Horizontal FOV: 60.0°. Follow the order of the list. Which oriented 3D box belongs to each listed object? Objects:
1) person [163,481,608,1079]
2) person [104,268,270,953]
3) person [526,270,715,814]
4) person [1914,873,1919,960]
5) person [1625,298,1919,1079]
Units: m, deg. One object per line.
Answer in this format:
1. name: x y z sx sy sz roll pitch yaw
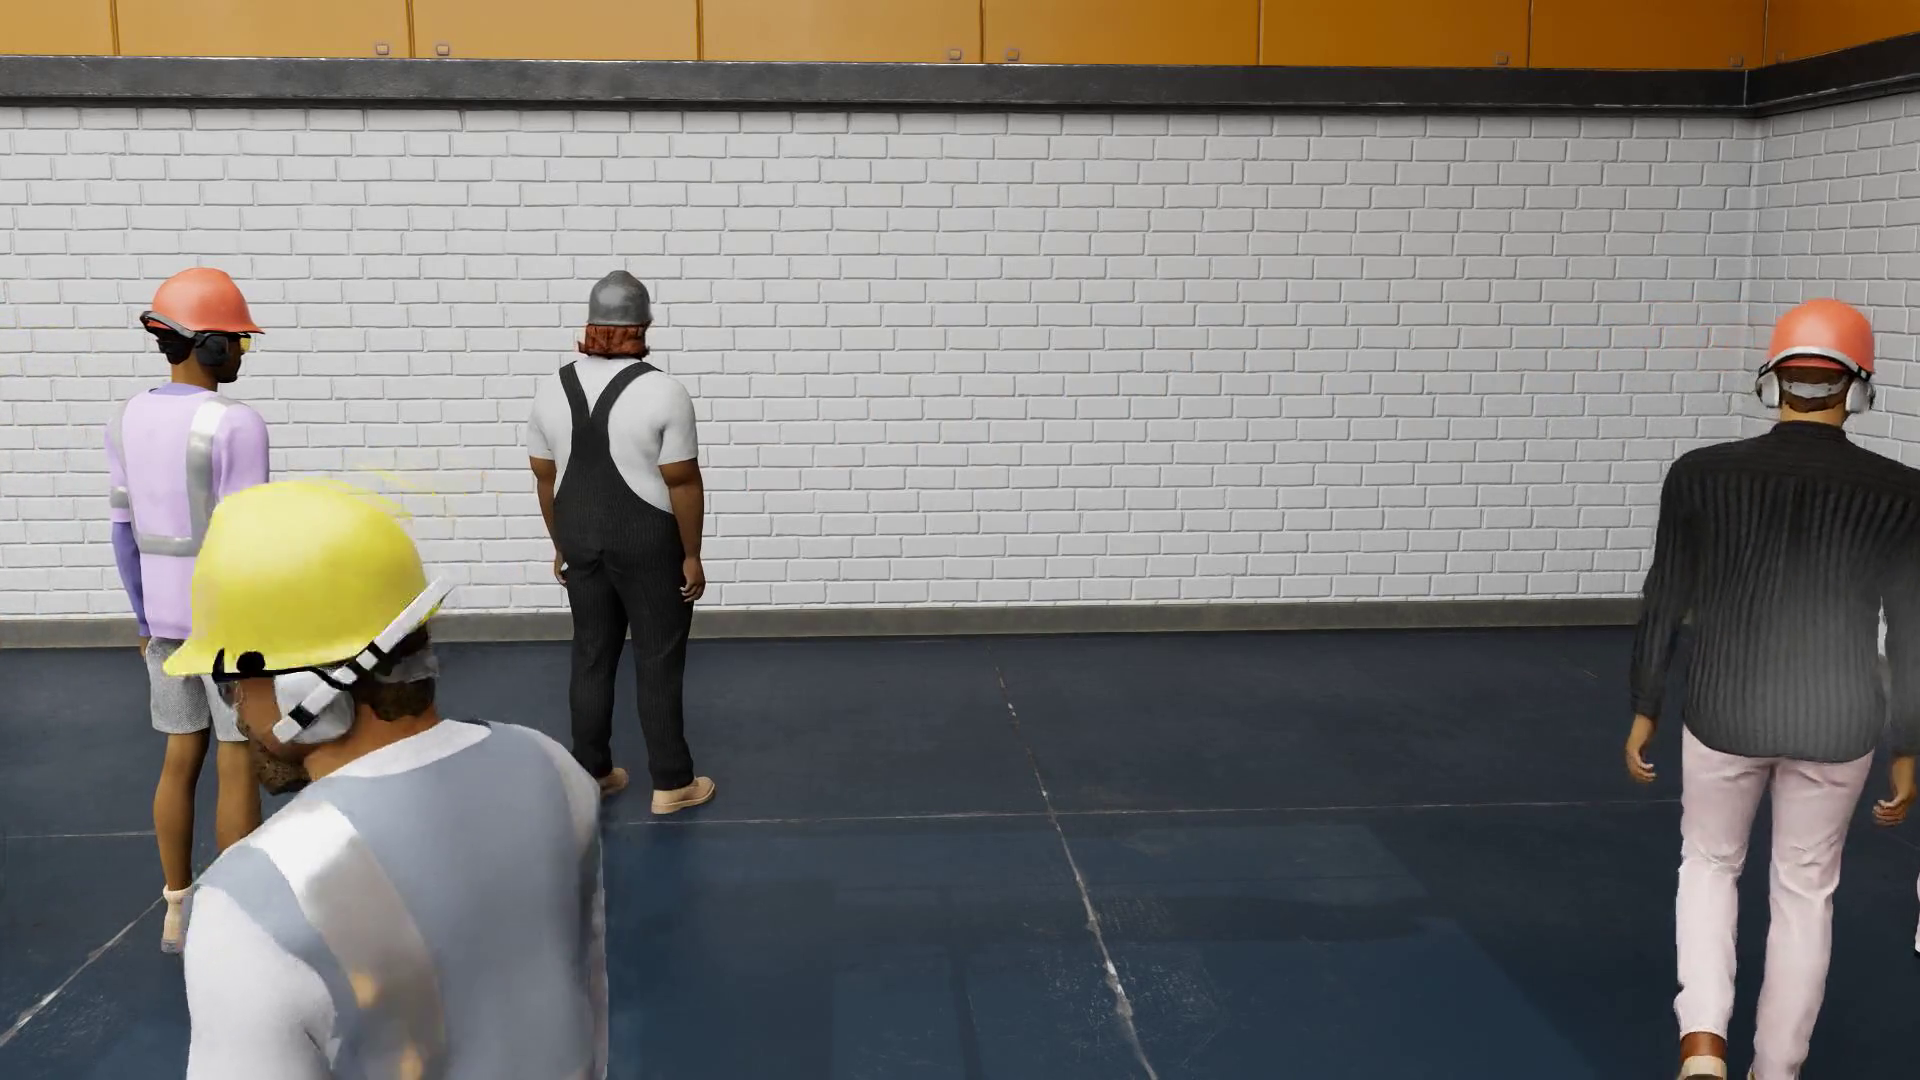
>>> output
1. person: -0.605 0.829 1.917 0.406 1.811 0.691 3 10 21
2. person: -2.198 0.227 4.927 0.615 2.041 0.387 4 10 26
3. person: -1.239 0.007 6.316 0.688 2.000 0.539 3 10 21
4. person: 3.013 0.335 4.676 0.408 1.906 0.654 -2 9 -10
5. person: 1.911 0.427 3.899 0.664 1.970 0.589 5 10 29
